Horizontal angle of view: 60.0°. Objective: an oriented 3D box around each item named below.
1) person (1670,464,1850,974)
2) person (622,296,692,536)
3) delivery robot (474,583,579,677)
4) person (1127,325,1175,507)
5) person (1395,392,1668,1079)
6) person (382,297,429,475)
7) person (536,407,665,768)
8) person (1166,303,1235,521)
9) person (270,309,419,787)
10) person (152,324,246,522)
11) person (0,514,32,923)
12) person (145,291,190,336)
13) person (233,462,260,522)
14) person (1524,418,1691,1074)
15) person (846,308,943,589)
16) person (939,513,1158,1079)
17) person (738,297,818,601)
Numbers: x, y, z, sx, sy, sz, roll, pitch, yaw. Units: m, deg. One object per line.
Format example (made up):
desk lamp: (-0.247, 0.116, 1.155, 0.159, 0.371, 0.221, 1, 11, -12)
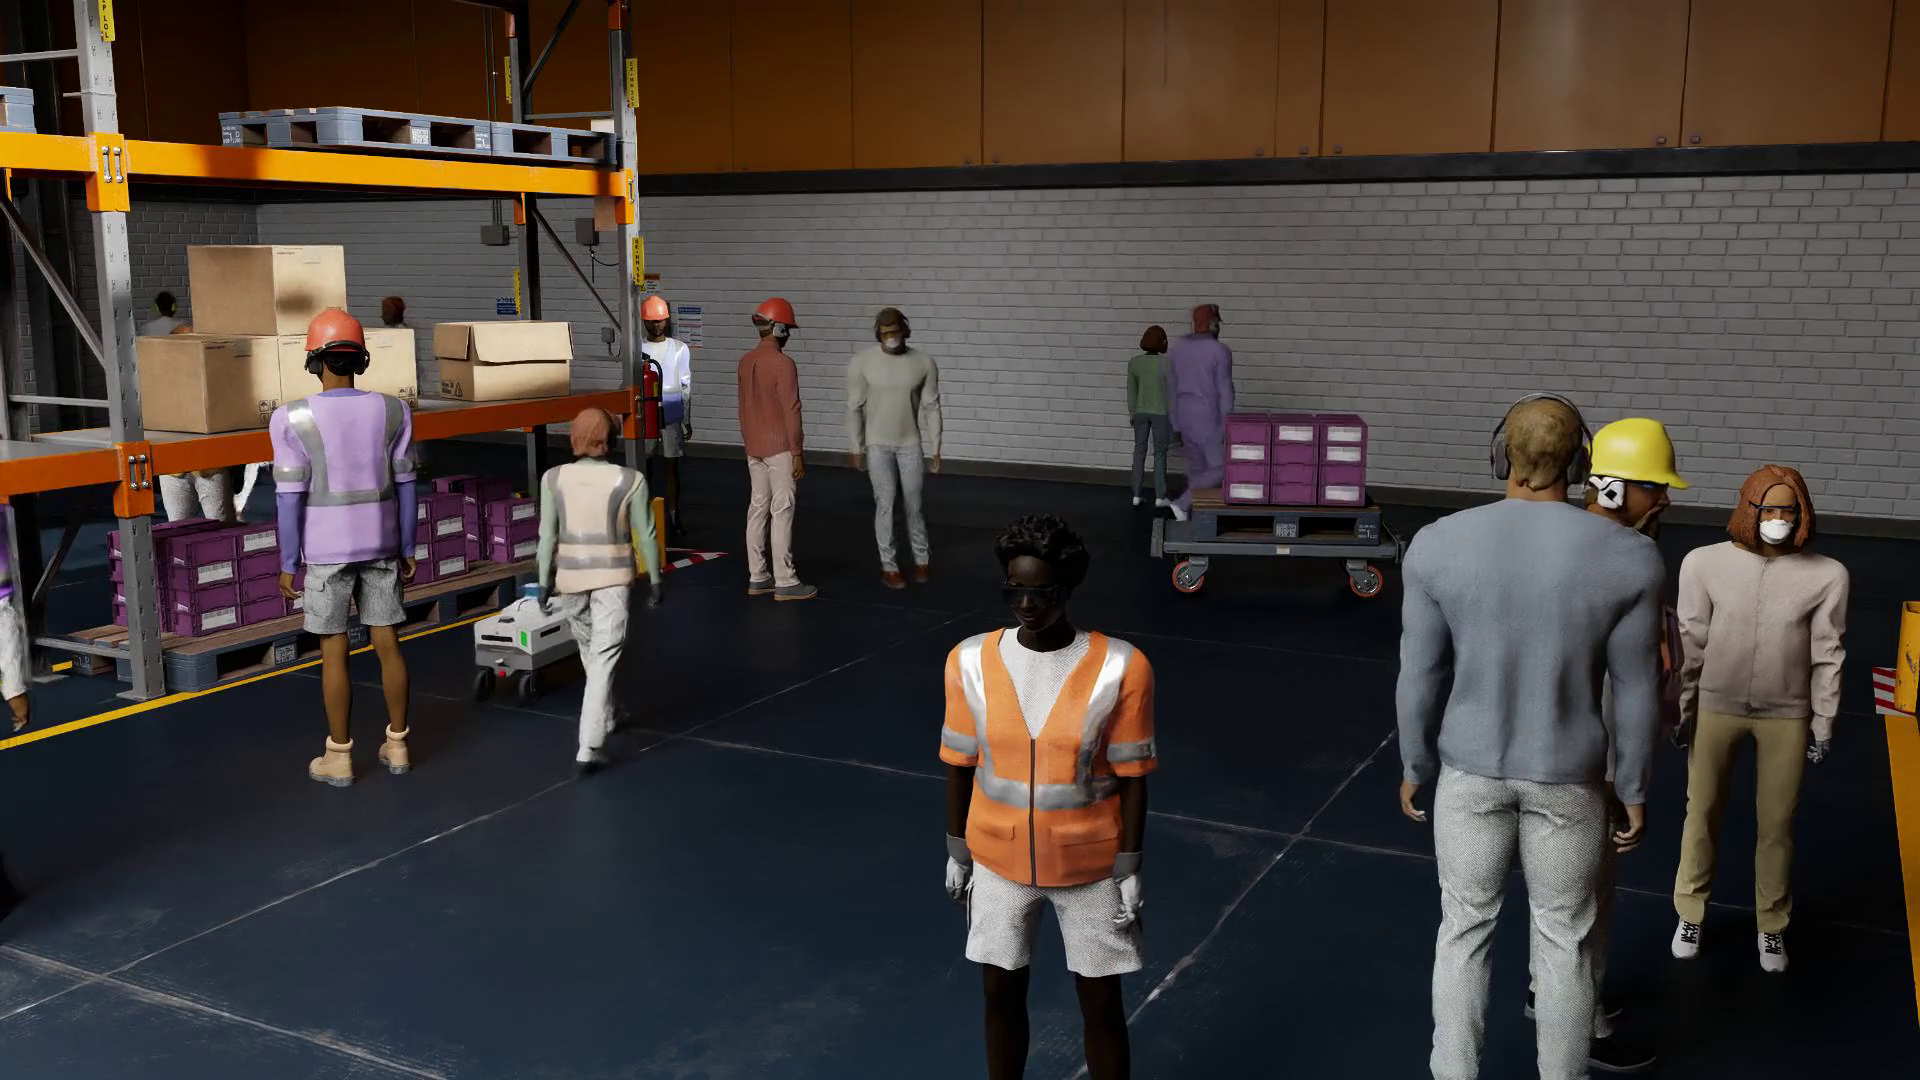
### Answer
person: (2.527, 0.565, 5.306, 0.497, 1.629, 0.276, 4, 11, 22)
person: (-2.420, -0.982, 13.356, 0.552, 1.936, 0.360, -3, 10, -19)
delivery robot: (-2.215, 0.468, 8.689, 0.477, 0.478, 0.707, 3, 10, 19)
person: (1.741, -1.114, 15.001, 0.504, 1.633, 0.276, 7, 12, 33)
person: (1.425, 0.598, 4.214, 0.635, 1.936, 0.355, 4, 11, 22)
person: (-5.625, -1.530, 16.863, 0.352, 1.846, 0.773, -1, 10, -7)
person: (-1.636, 0.198, 7.526, 0.543, 1.592, 0.874, 2, 10, 9)
person: (1.872, -0.908, 13.056, 0.616, 1.889, 0.663, -6, 11, -31)
person: (-2.637, 0.035, 7.164, 0.609, 2.043, 0.376, -8, 13, -40)
person: (-4.864, -0.452, 10.600, 0.625, 1.836, 0.428, 0, 10, -2)
person: (-3.314, 0.441, 5.263, 0.564, 1.883, 1.018, -1, 10, -4)
person: (-8.811, -1.849, 18.600, 0.538, 1.860, 0.506, 0, 10, -1)
person: (-5.886, -1.065, 13.997, 0.962, 1.881, 0.651, -6, 12, -31)
person: (1.822, 0.565, 4.725, 0.404, 1.827, 0.588, 2, 10, 9)
person: (-0.447, -0.622, 11.364, 0.669, 1.903, 0.425, -3, 10, -14)
person: (0.203, 0.765, 3.980, 0.533, 1.687, 0.320, 3, 10, 17)
person: (-1.219, -0.598, 10.985, 0.386, 1.989, 0.608, -9, 13, -41)
